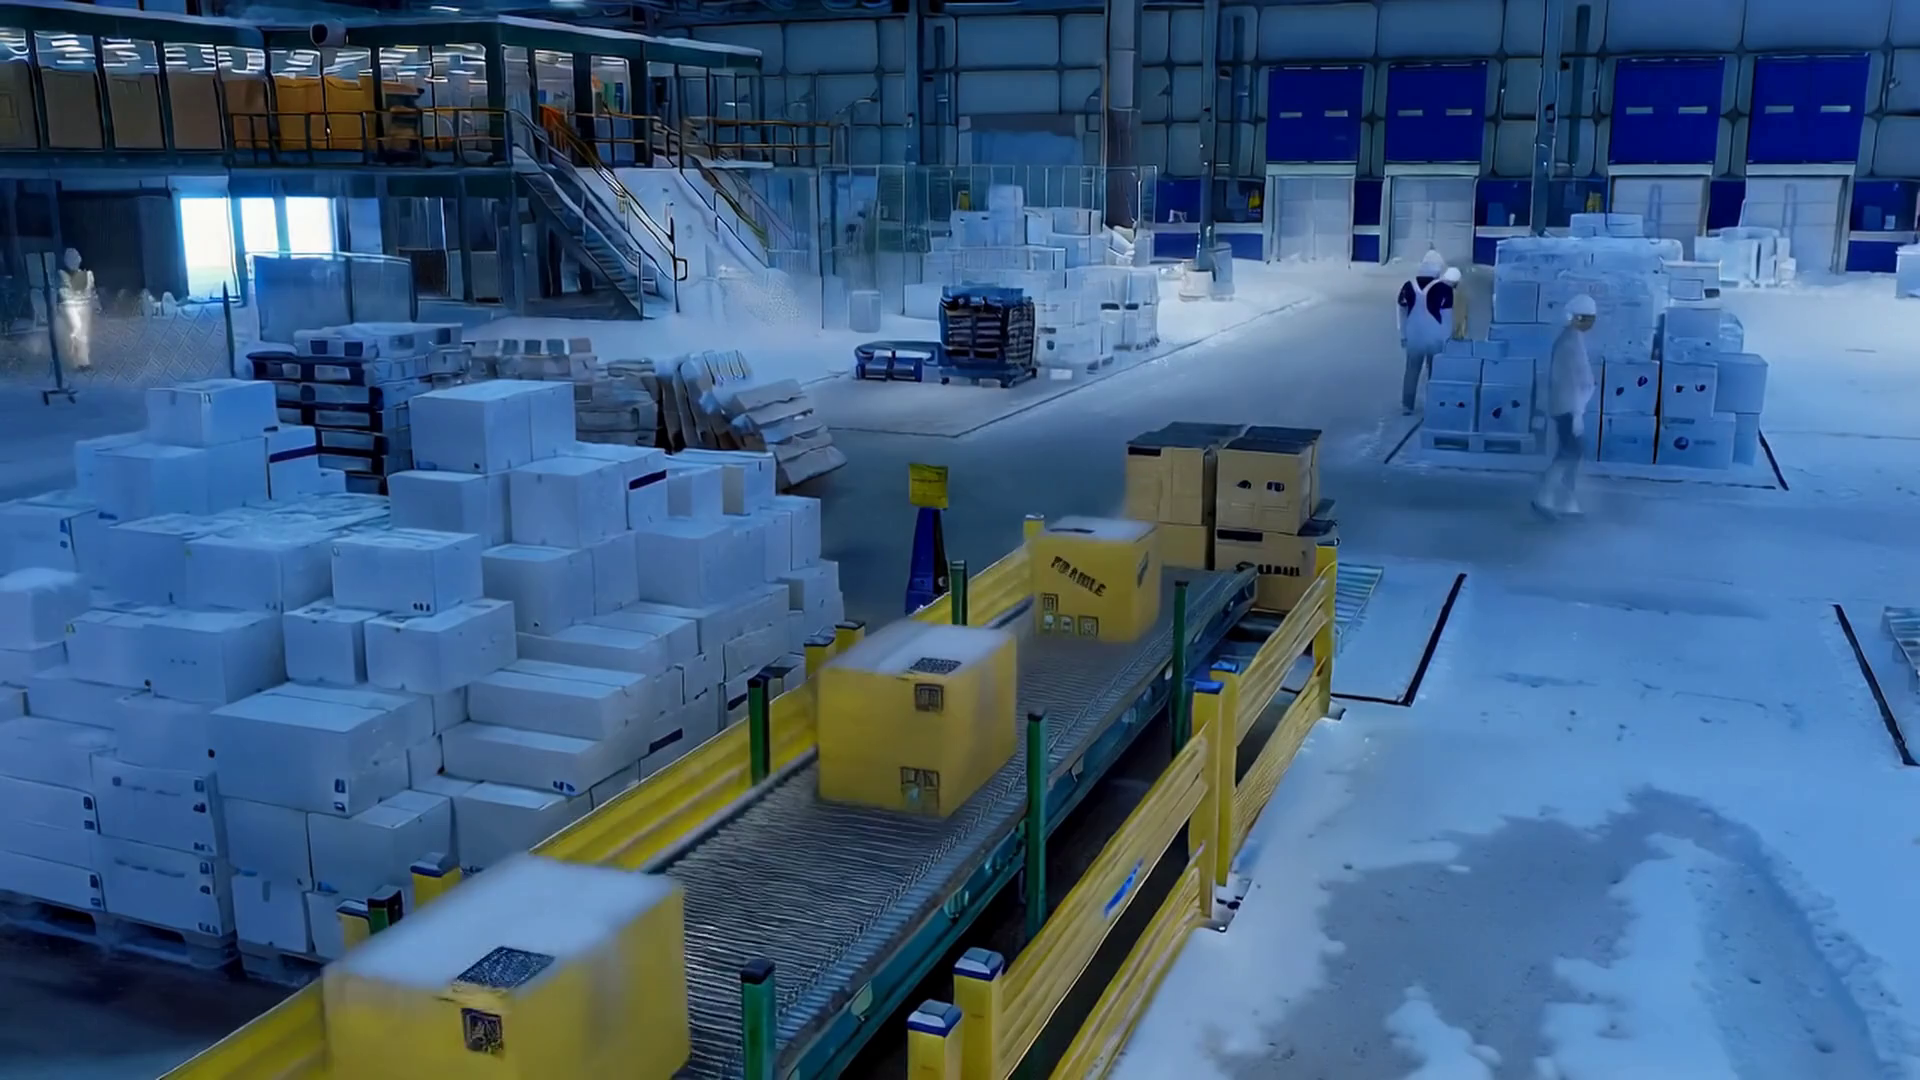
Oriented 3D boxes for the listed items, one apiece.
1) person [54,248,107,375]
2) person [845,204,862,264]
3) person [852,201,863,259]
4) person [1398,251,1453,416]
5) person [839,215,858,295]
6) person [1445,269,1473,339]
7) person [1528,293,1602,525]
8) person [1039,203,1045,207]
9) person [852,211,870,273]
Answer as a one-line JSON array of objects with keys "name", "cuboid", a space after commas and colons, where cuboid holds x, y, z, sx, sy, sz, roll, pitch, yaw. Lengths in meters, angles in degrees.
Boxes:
[{"name": "person", "cuboid": [-12.969, -3.369, 24.609, 0.880, 1.847, 0.597, 8, 15, 32]}, {"name": "person", "cuboid": [-3.479, -9.796, 53.321, 0.583, 1.911, 0.615, 7, 14, 28]}, {"name": "person", "cuboid": [-3.573, -10.464, 56.153, 0.728, 1.976, 0.672, 3, 13, 12]}, {"name": "person", "cuboid": [5.751, -2.528, 20.424, 0.684, 2.000, 0.535, 12, 17, 43]}, {"name": "person", "cuboid": [-2.704, -6.882, 40.249, 0.558, 1.917, 0.607, 4, 13, 19]}, {"name": "person", "cuboid": [6.499, -2.734, 22.085, 0.540, 1.708, 0.947, 4, 13, 19]}, {"name": "person", "cuboid": [5.188, -1.103, 14.169, 0.560, 1.984, 0.636, 3, 13, 14]}, {"name": "person", "cuboid": [2.658, -9.916, 53.772, 0.604, 1.949, 0.389, 0, 13, 1]}, {"name": "person", "cuboid": [-2.900, -8.699, 48.623, 0.640, 1.819, 0.732, -5, 14, -21]}]
